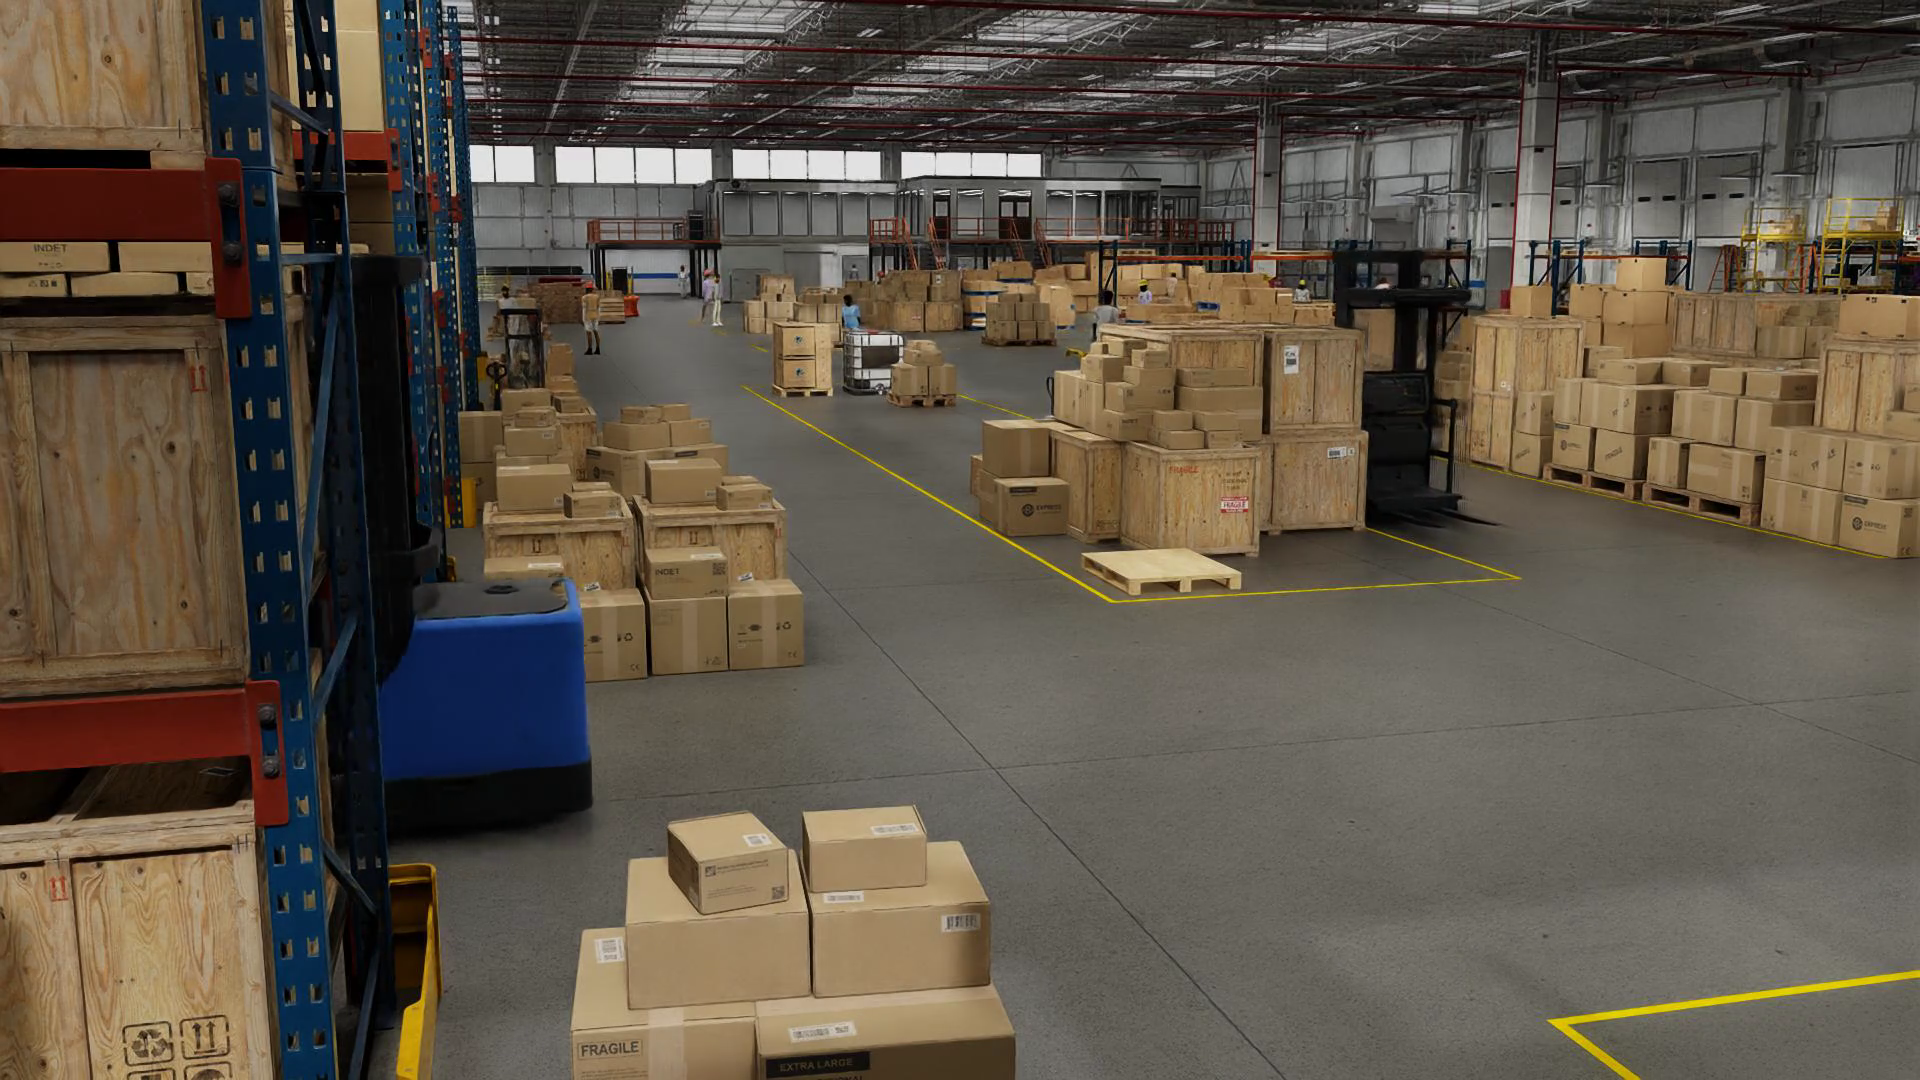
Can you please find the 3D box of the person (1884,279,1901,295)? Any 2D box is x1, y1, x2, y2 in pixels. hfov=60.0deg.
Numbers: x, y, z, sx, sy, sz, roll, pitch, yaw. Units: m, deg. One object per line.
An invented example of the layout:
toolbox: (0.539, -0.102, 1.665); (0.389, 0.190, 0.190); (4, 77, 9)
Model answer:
person: (26.654, -6.482, 47.533); (0.545, 1.942, 0.353); (-3, 10, -16)

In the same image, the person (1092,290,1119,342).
person: (3.133, -4.439, 35.992); (0.609, 1.941, 0.831); (4, 11, 20)

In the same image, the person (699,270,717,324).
person: (-9.321, -9.020, 61.744); (0.970, 2.009, 0.609); (9, 13, 41)

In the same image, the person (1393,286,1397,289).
person: (13.179, -6.821, 50.187); (0.712, 1.670, 0.557); (-5, 11, -25)

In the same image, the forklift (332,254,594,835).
forklift: (-2.856, -0.020, 8.287); (1.873, 2.768, 1.129); (-3, 10, -15)

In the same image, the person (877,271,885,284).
person: (-2.799, -8.657, 59.709); (0.398, 1.989, 0.621); (7, 12, 36)

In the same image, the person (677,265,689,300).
person: (-14.992, -13.947, 90.033); (0.596, 1.868, 0.724); (-2, 10, -10)

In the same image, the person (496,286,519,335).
person: (-11.734, -5.633, 43.007); (0.554, 1.842, 0.742); (1, 10, 8)

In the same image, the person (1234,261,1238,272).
person: (16.202, -15.472, 98.289); (0.609, 1.995, 0.376); (-10, 14, -44)

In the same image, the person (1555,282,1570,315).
person: (18.298, -6.892, 50.217); (0.854, 1.811, 0.550); (-10, 14, -44)

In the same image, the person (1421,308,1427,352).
person: (10.633, -4.918, 38.803); (0.591, 1.904, 0.454); (5, 11, 28)

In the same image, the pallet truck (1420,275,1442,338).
pallet truck: (14.620, -7.324, 52.145); (0.823, 1.965, 1.885); (8, 13, 40)

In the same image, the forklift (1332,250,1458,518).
forklift: (4.492, -1.758, 18.128); (1.129, 2.768, 1.873); (-3, 10, -15)

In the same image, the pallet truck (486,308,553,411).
pallet truck: (-6.242, -2.418, 24.362); (0.823, 1.965, 1.885); (1, 10, 3)

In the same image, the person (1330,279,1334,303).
person: (14.717, -9.467, 64.603); (0.646, 1.900, 0.838); (5, 11, 28)

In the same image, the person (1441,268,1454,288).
person: (21.410, -10.971, 72.974); (0.552, 1.933, 0.368); (8, 12, 36)

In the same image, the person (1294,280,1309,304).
person: (11.621, -7.984, 56.663); (0.506, 1.709, 0.810); (3, 11, 19)

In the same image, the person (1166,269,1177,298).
person: (8.943, -10.492, 70.322); (0.506, 1.905, 0.608); (-8, 13, -37)

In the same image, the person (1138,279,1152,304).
person: (5.352, -6.615, 48.373); (0.400, 1.919, 0.583); (-6, 12, -29)

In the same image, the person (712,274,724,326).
person: (-8.782, -8.674, 60.198); (0.328, 1.861, 0.501); (6, 12, 30)

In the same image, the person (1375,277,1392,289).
person: (14.525, -8.149, 57.370); (0.645, 1.794, 0.979); (-2, 10, -9)

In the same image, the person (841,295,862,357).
person: (-2.789, -5.442, 42.487); (0.538, 1.628, 0.932); (7, 12, 35)

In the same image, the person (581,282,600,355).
person: (-9.807, -5.879, 44.139); (0.551, 1.933, 0.373); (-10, 14, -43)
